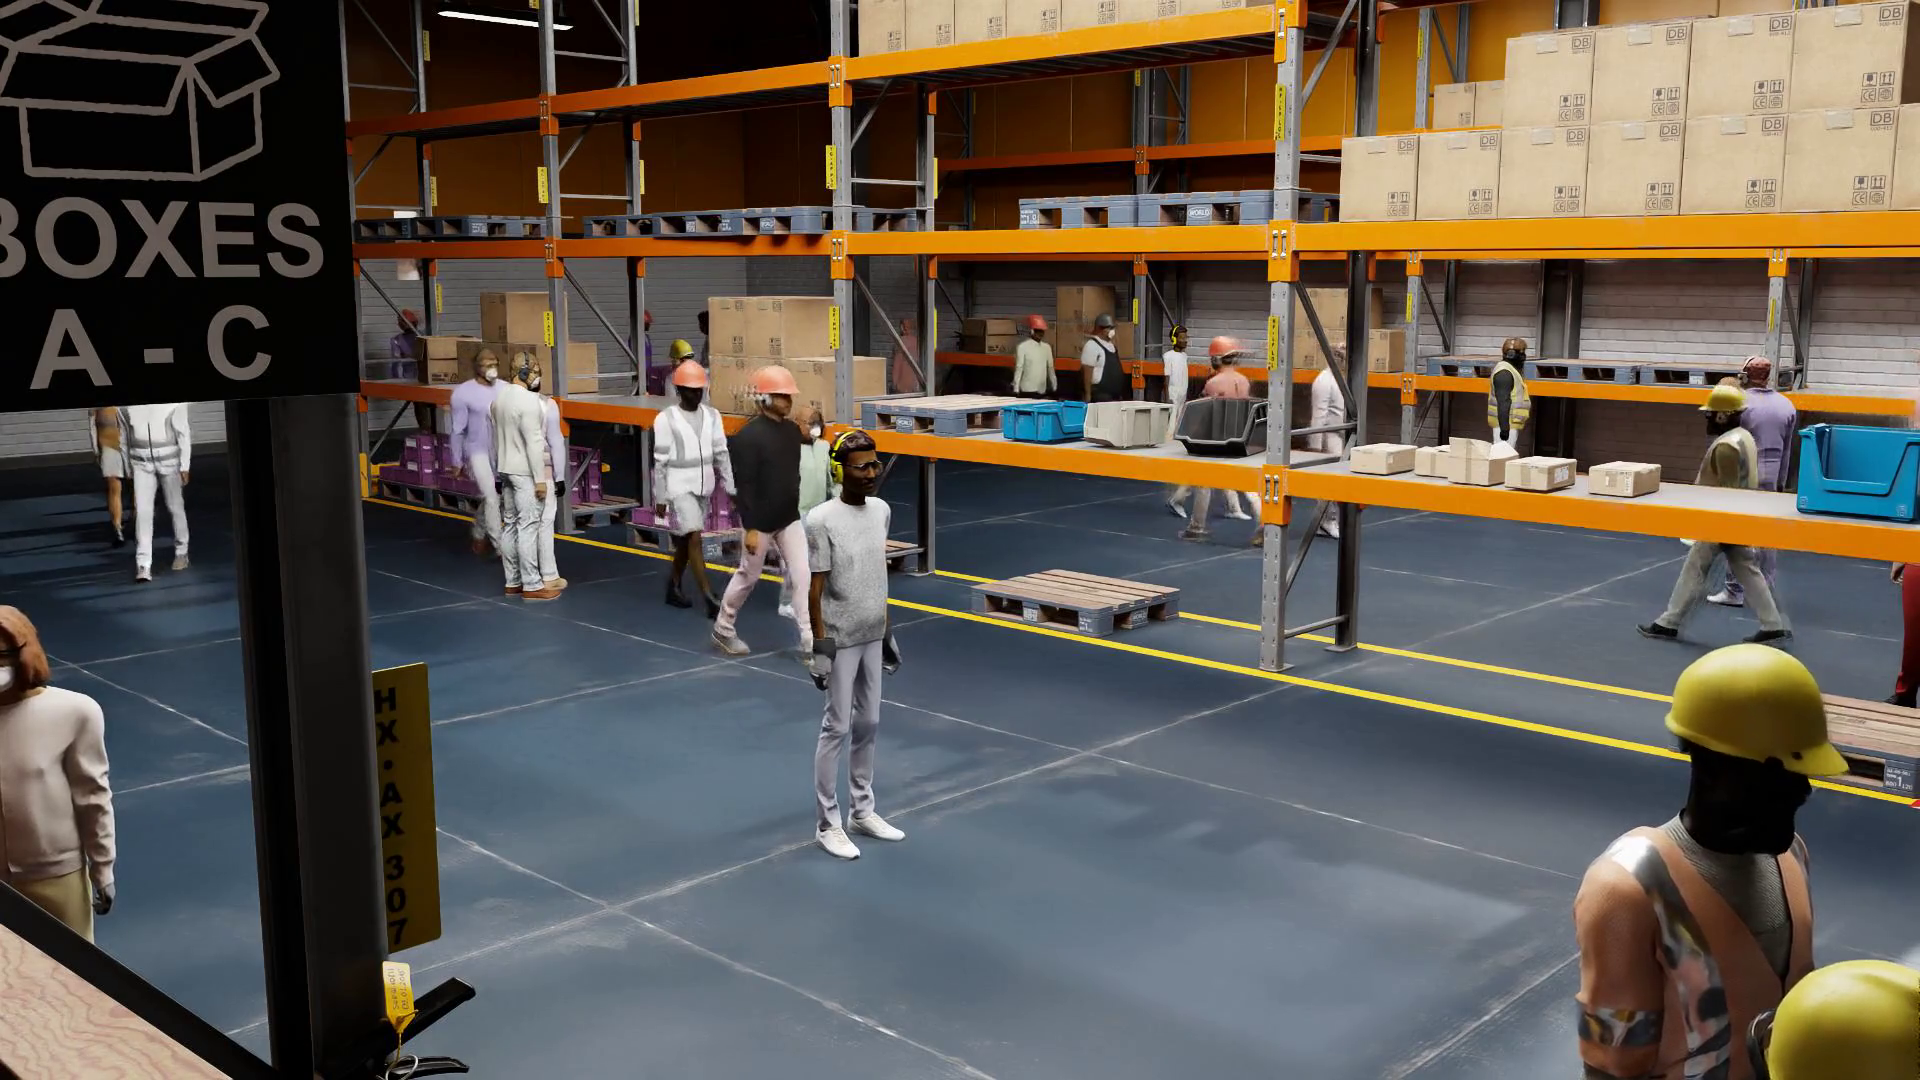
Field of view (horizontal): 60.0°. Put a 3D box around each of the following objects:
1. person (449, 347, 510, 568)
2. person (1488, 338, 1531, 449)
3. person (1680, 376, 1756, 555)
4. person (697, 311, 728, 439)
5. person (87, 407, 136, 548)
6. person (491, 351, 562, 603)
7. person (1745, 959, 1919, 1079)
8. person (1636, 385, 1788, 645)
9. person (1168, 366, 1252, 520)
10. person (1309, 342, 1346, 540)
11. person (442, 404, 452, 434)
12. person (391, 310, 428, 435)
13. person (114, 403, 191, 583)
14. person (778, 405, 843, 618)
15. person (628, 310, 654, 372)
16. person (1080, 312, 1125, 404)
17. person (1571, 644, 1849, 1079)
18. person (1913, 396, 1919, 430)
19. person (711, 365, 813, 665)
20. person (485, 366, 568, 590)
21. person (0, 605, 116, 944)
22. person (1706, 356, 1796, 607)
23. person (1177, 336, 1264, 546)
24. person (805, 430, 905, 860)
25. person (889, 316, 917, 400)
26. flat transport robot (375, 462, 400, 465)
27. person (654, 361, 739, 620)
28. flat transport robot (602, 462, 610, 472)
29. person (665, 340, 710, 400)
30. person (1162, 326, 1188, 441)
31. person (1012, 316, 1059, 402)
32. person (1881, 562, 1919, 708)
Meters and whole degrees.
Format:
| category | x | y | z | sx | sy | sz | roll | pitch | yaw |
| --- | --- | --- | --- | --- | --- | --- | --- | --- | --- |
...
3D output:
| category | x | y | z | sx | sy | sz | roll | pitch | yaw |
| --- | --- | --- | --- | --- | --- | --- | --- | --- | --- |
| person | -4.132 | -0.735 | 14.483 | 0.632 | 1.901 | 0.981 | -9 | 13 | -43 |
| person | 5.787 | -1.209 | 17.542 | 0.429 | 1.839 | 0.634 | 4 | 10 | 23 |
| person | 6.939 | -0.673 | 14.985 | 0.607 | 1.597 | 0.761 | -6 | 11 | -31 |
| person | -3.724 | -2.444 | 24.802 | 0.536 | 1.937 | 0.643 | 0 | 9 | 1 |
| person | -7.792 | -0.884 | 15.454 | 0.539 | 1.886 | 1.011 | -4 | 10 | -22 |
| person | -3.369 | -0.487 | 12.830 | 0.371 | 1.934 | 0.627 | -8 | 12 | -40 |
| person | 1.045 | 1.354 | 2.049 | 0.526 | 1.769 | 0.328 | -9 | 13 | -44 |
| person | 5.197 | -0.159 | 11.289 | 0.944 | 1.785 | 0.616 | 7 | 12 | 36 |
| person | 2.550 | -1.003 | 17.001 | 0.823 | 1.607 | 0.529 | 5 | 10 | 26 |
| person | 3.555 | -0.917 | 15.625 | 0.515 | 1.878 | 0.770 | 7 | 12 | 38 |
| person | -6.252 | -1.584 | 20.583 | 0.788 | 1.602 | 0.541 | -5 | 11 | -30 |
| person | -7.819 | -2.307 | 23.872 | 0.621 | 1.966 | 0.968 | -2 | 9 | -9 |
| person | -6.685 | -0.599 | 13.849 | 0.583 | 1.841 | 0.983 | -2 | 10 | -14 |
| person | -1.040 | -0.175 | 11.952 | 0.848 | 1.584 | 0.520 | 7 | 12 | 37 |
| person | -4.839 | -2.544 | 25.436 | 0.377 | 1.932 | 0.552 | 2 | 9 | 13 |
| person | 1.960 | -1.948 | 21.455 | 0.957 | 2.000 | 0.702 | 5 | 10 | 27 |
| person | 1.318 | 1.124 | 2.968 | 0.584 | 1.927 | 0.369 | -7 | 11 | -36 |
| person | 8.341 | -0.667 | 14.159 | 0.647 | 1.866 | 0.973 | -7 | 12 | -37 |
| person | -1.242 | -0.160 | 10.774 | 1.031 | 1.950 | 0.630 | 7 | 12 | 37 |
| person | -3.419 | -0.503 | 13.212 | 0.629 | 1.840 | 0.429 | 2 | 9 | 12 |
| person | -2.702 | 0.978 | 4.791 | 0.498 | 1.625 | 0.280 | -3 | 10 | -19 |
| person | 5.984 | -0.444 | 12.647 | 0.651 | 1.906 | 0.402 | -3 | 10 | -18 |
| person | 2.514 | -0.912 | 15.402 | 0.632 | 1.955 | 1.000 | -8 | 13 | -42 |
| person | -0.453 | 0.448 | 7.303 | 0.314 | 1.864 | 0.535 | 7 | 12 | 38 |
| person | -0.707 | -2.271 | 23.940 | 0.589 | 1.887 | 0.663 | 8 | 12 | 39 |
| flat transport robot | -6.416 | -0.832 | 20.022 | 1.431 | 0.197 | 0.652 | -4 | 10 | -22 |
| person | -1.948 | -0.375 | 12.290 | 0.570 | 1.884 | 0.988 | -9 | 13 | -43 |
| flat transport robot | -5.148 | -0.942 | 20.699 | 1.431 | 0.197 | 0.652 | -5 | 10 | -26 |
| person | -2.867 | -1.174 | 17.381 | 0.403 | 1.827 | 0.588 | 7 | 12 | 38 |
| person | 2.656 | -1.680 | 20.338 | 0.329 | 1.872 | 0.508 | 6 | 11 | 35 |
| person | 1.018 | -2.020 | 22.210 | 0.638 | 1.941 | 1.020 | -9 | 13 | -43 |
| person | 5.507 | 0.161 | 9.393 | 0.327 | 1.760 | 0.523 | -4 | 10 | -24 |
